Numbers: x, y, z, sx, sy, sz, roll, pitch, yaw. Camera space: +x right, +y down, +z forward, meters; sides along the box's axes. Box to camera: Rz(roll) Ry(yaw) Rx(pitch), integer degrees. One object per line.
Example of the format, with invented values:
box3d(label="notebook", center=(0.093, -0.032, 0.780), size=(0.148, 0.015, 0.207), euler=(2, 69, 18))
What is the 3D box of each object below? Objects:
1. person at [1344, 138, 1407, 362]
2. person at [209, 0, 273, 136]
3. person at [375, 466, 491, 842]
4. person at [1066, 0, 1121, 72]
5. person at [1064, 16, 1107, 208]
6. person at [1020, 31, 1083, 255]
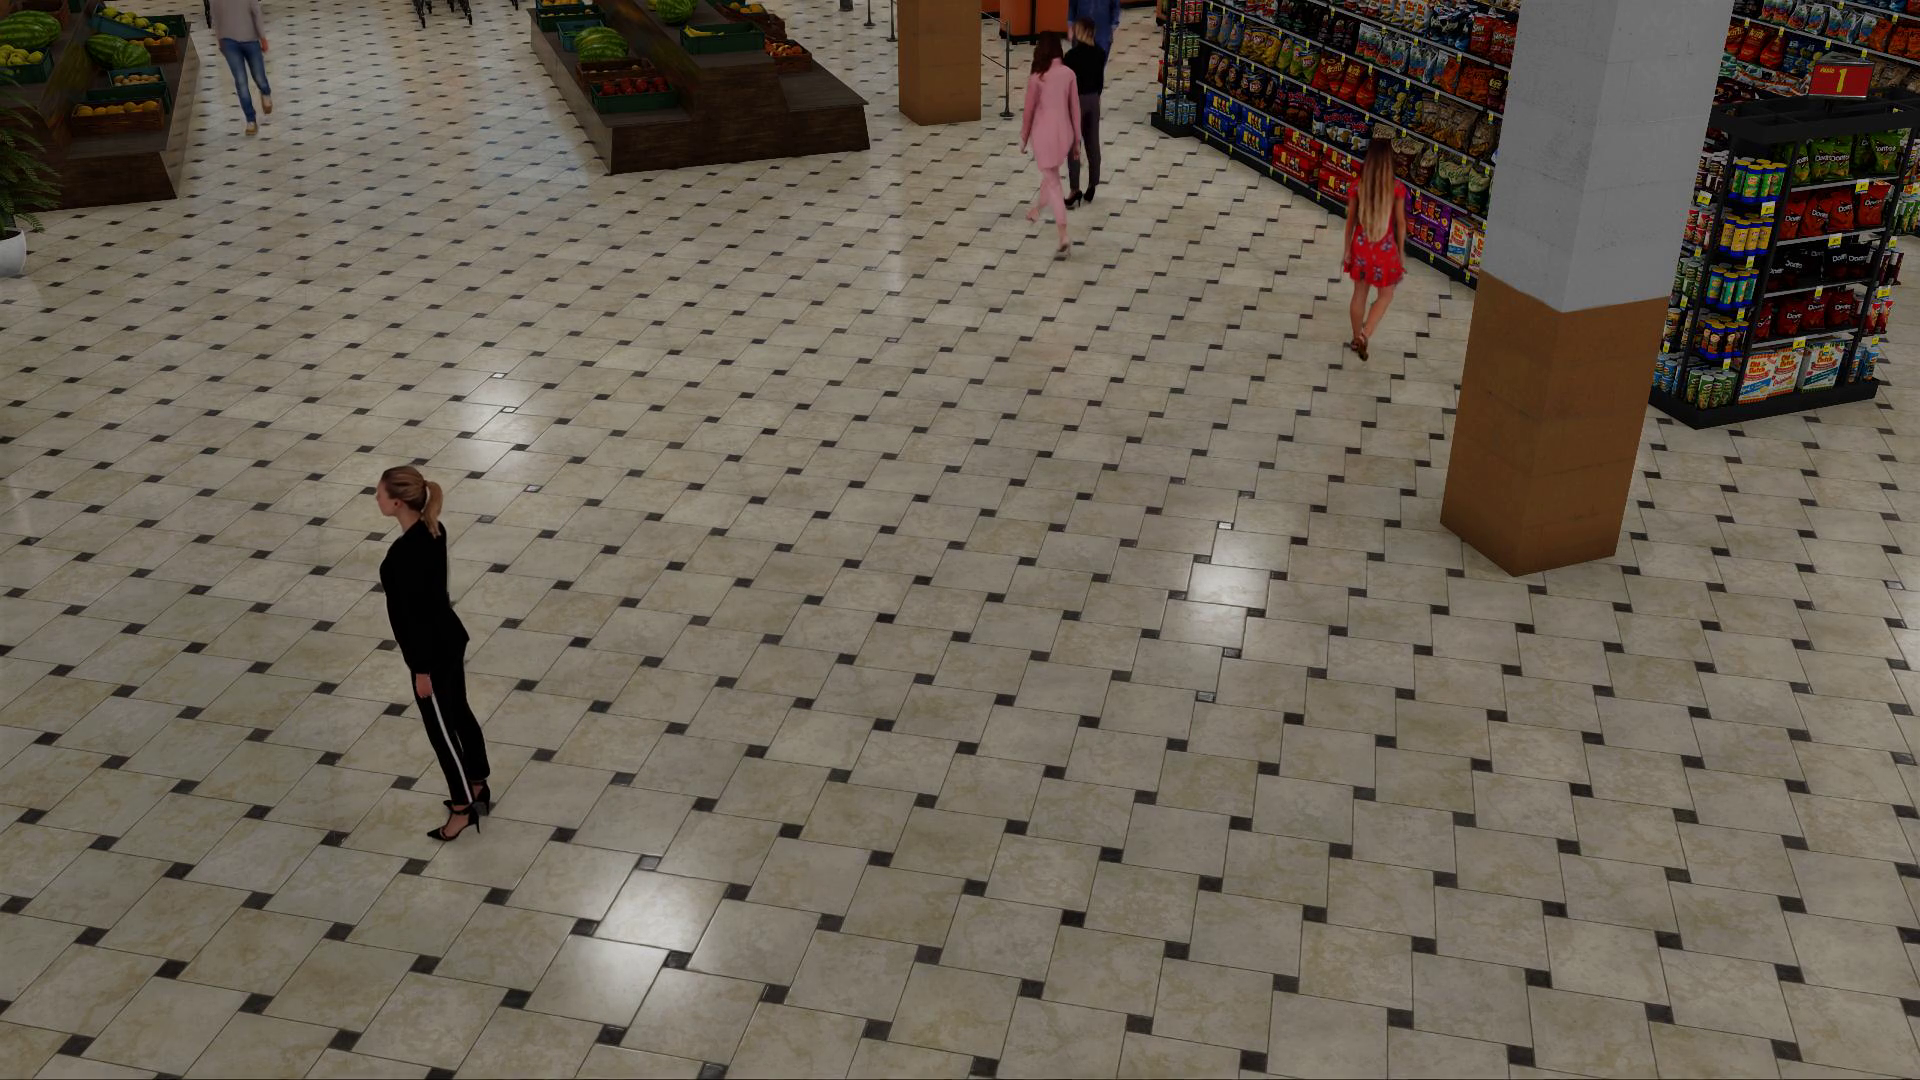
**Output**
box3d(label="person", center=(2.872, -1.993, 11.593), size=(0.904, 1.581, 0.954), euler=(14, 31, 23))
box3d(label="person", center=(-7.377, -5.144, 17.052), size=(0.719, 1.881, 1.045), euler=(-6, 29, -11))
box3d(label="person", center=(-2.170, 0.475, 6.948), size=(0.736, 1.701, 0.567), euler=(-1, 29, -2))
box3d(label="person", center=(1.378, -5.191, 17.221), size=(1.006, 1.802, 1.123), euler=(7, 29, 12))
box3d(label="person", center=(1.097, -3.821, 14.848), size=(0.647, 1.672, 0.607), euler=(-18, 33, -30))
box3d(label="person", center=(0.788, -3.199, 13.629), size=(0.644, 1.747, 1.130), euler=(-10, 30, -18))
